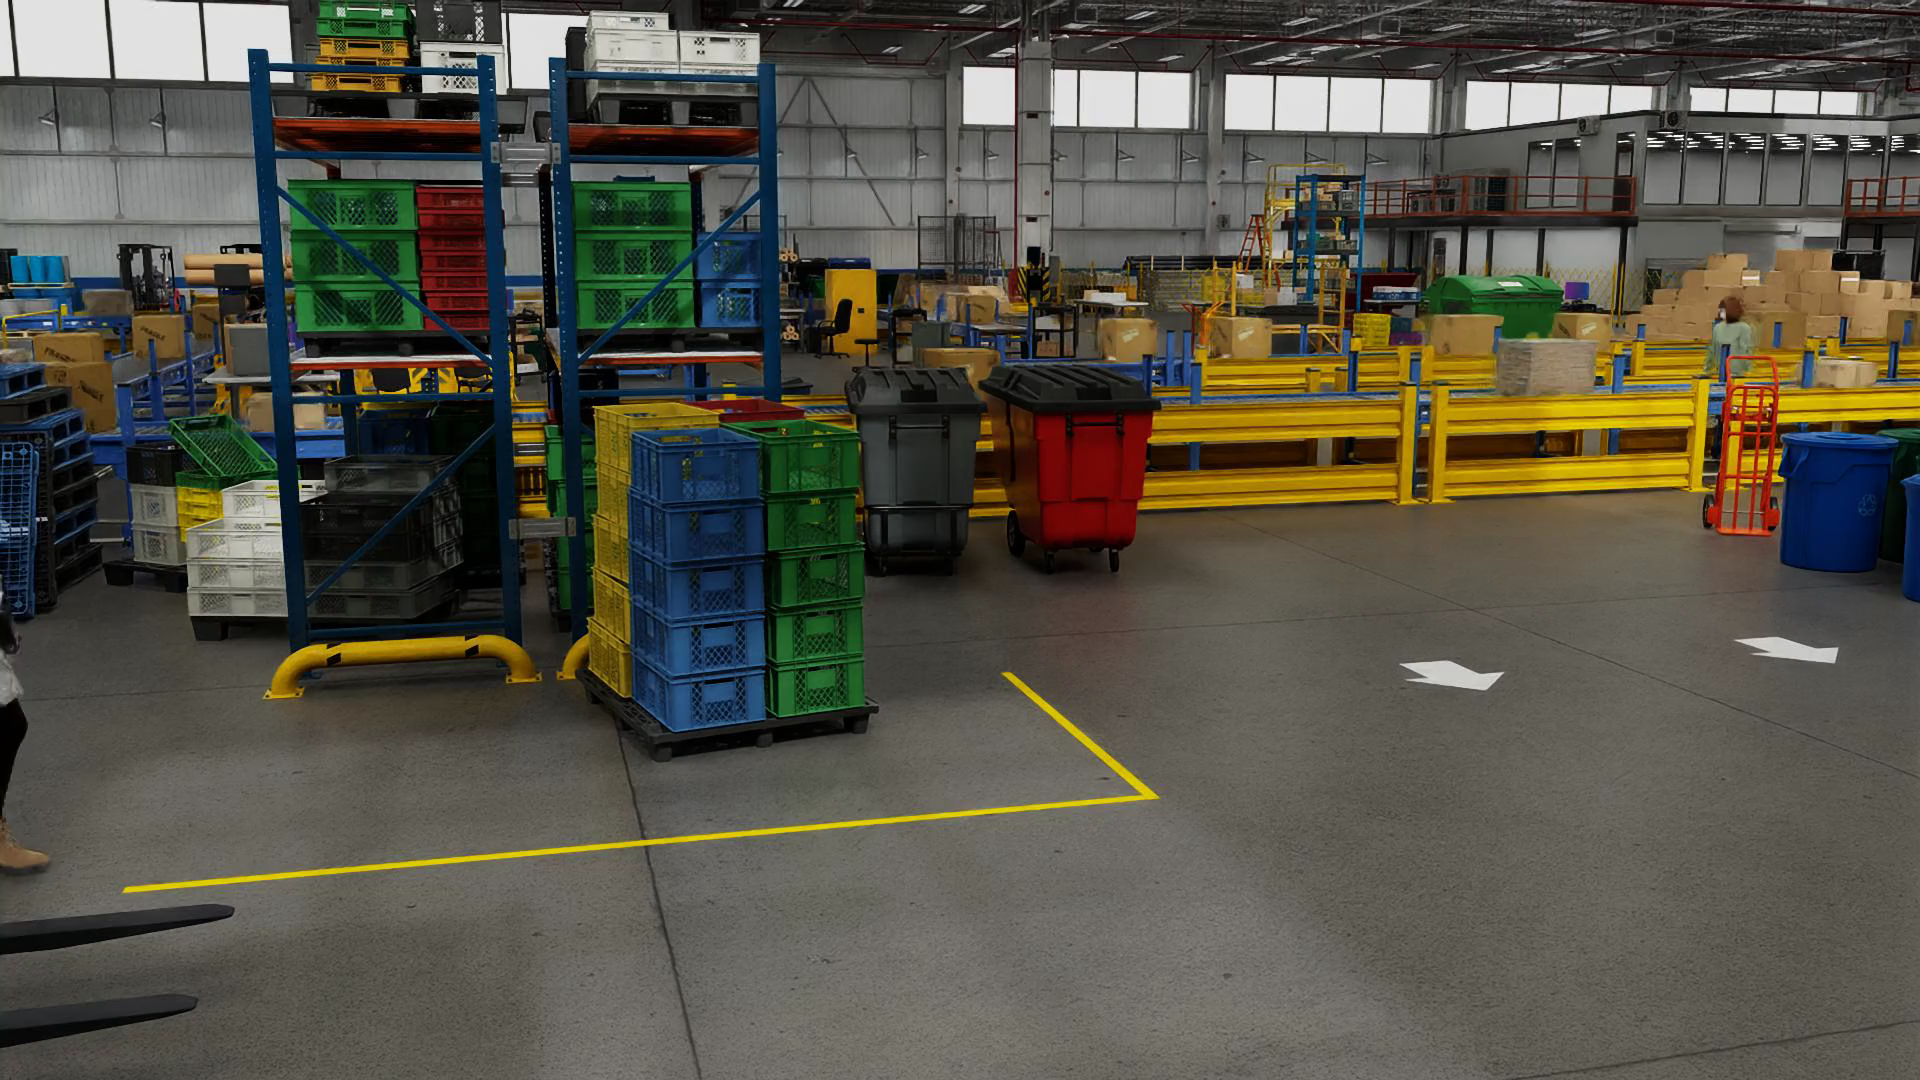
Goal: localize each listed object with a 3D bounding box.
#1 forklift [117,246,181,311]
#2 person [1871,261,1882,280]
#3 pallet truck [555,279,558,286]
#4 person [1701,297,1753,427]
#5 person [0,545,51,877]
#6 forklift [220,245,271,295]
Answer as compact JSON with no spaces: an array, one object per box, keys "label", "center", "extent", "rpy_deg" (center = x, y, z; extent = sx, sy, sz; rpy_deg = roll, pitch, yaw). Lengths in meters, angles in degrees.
[{"label":"forklift","center":[-19.966,-6.232,40.894],"extent":[1.157,1.987,2.680],"rpy_deg":[-3,10,-15]},{"label":"person","center":[23.172,-6.182,42.111],"extent":[0.324,1.769,0.523],"rpy_deg":[7,12,36]},{"label":"pallet truck","center":[-10.604,-6.375,44.520],"extent":[0.653,1.274,1.630],"rpy_deg":[-3,10,-15]},{"label":"person","center":[7.967,-1.735,17.420],"extent":[0.800,1.595,0.522],"rpy_deg":[-3,10,-15]},{"label":"person","center":[-3.275,0.309,5.570],"extent":[0.526,1.676,0.557],"rpy_deg":[-3,11,-18]},{"label":"forklift","center":[-17.749,-6.334,41.440],"extent":[1.157,1.987,2.680],"rpy_deg":[-3,10,-17]}]
